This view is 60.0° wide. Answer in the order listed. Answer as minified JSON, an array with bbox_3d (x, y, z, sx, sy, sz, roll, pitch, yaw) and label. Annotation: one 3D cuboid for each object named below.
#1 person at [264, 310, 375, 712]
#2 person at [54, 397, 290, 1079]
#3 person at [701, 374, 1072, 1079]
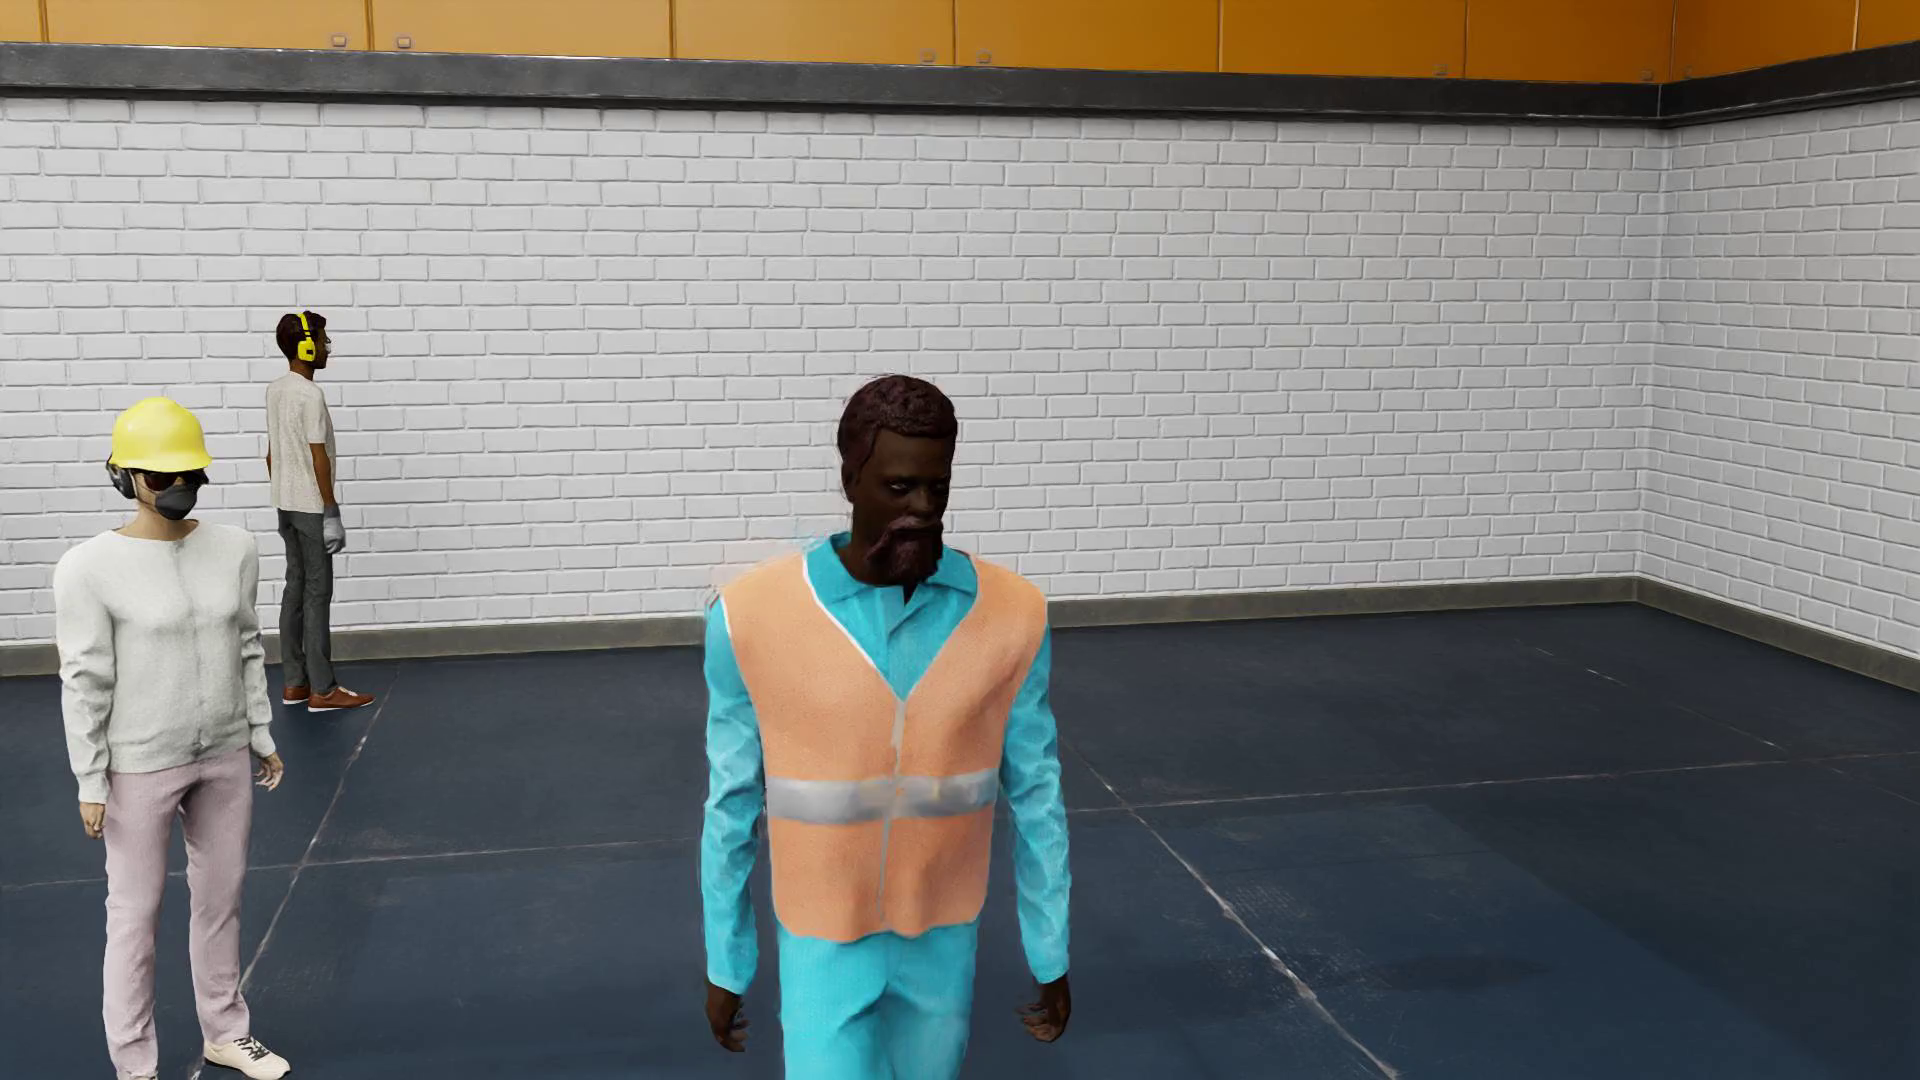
[{"bbox_3d":[-3.056,-0.130,7.820,0.521,1.862,0.335,9,13,43],"label":"person"},{"bbox_3d":[-1.896,0.534,4.058,0.322,1.767,0.533,6,11,31],"label":"person"},{"bbox_3d":[-0.098,0.679,2.757,0.618,1.893,0.677,-3,10,-19],"label":"person"}]
